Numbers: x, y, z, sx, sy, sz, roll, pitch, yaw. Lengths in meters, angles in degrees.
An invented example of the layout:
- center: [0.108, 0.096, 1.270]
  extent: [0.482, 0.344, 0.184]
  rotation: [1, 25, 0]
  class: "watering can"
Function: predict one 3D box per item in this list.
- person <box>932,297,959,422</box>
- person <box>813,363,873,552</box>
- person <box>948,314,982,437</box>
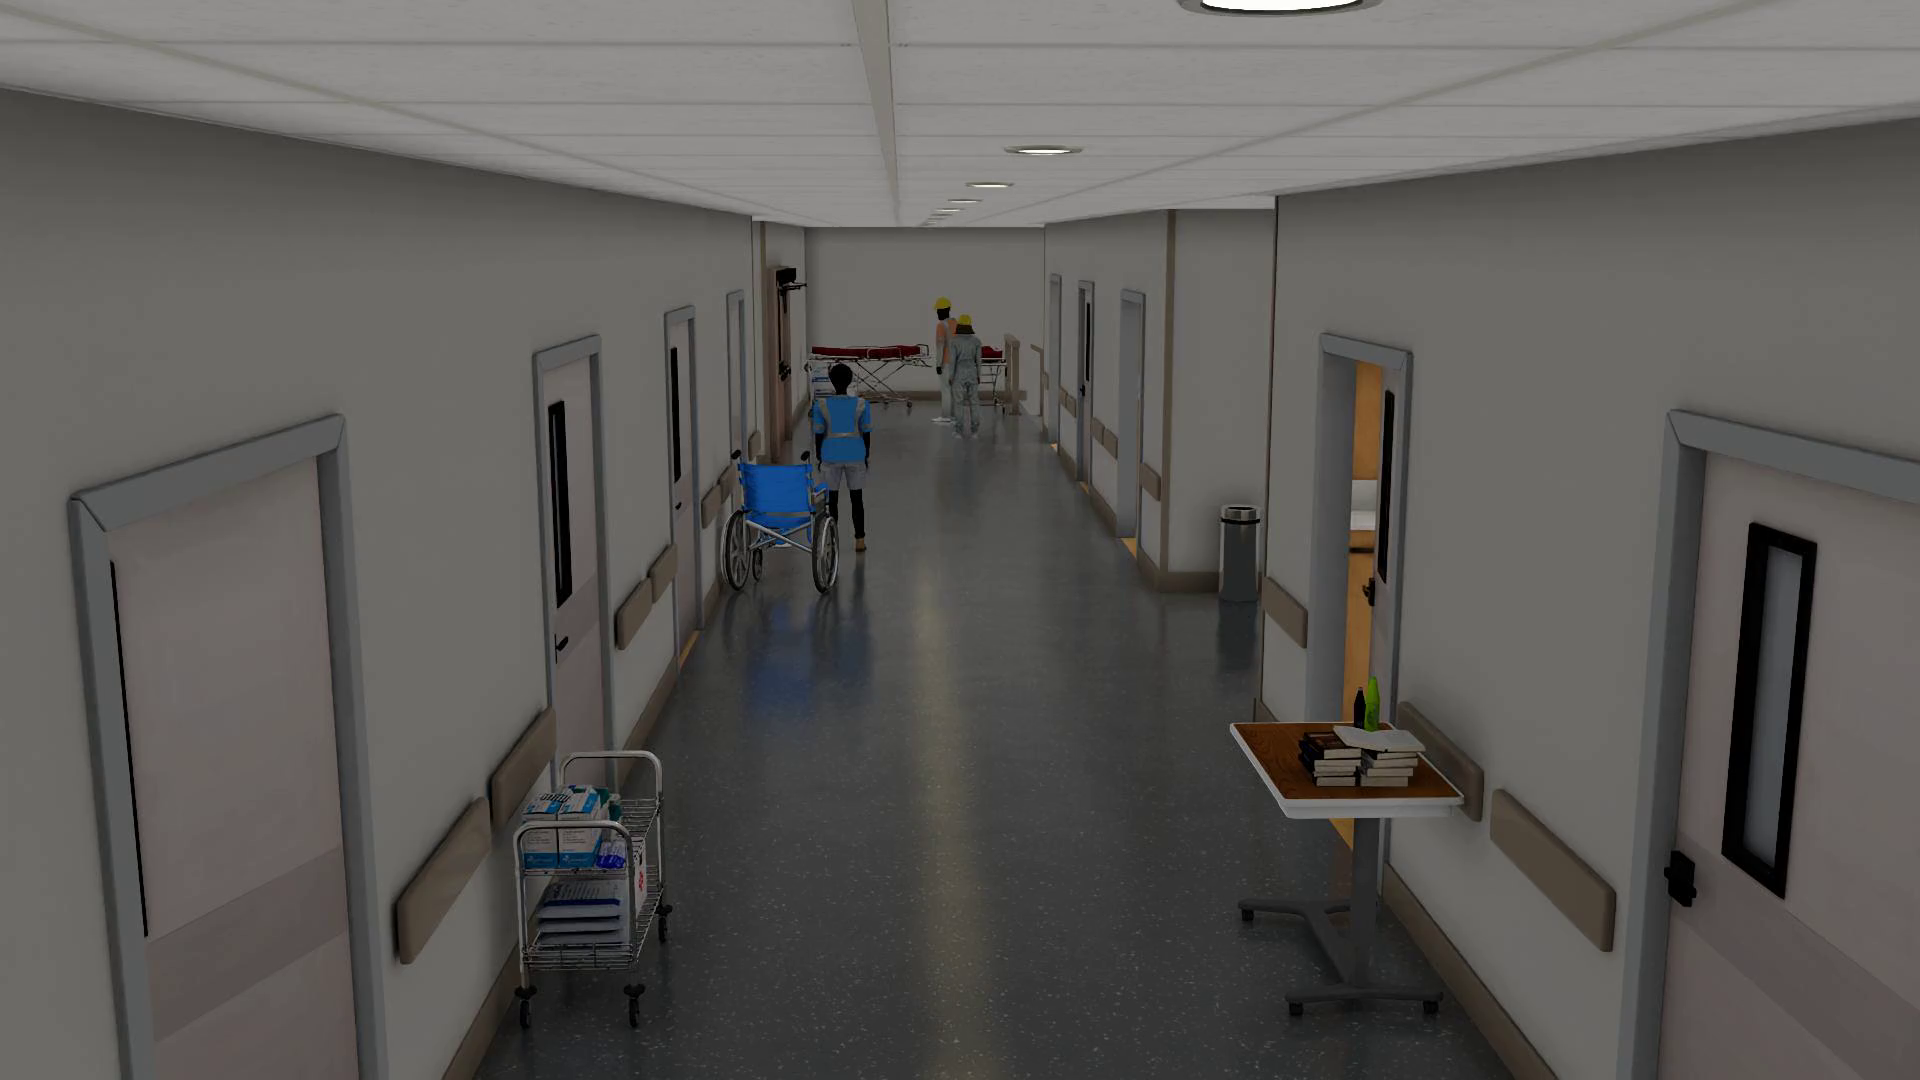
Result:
- center: [-0.222, -2.773, 25.659]
  extent: [0.393, 1.918, 0.585]
  rotation: [6, 12, 28]
  class: "person"
- center: [-1.046, -0.724, 14.847]
  extent: [0.535, 1.700, 0.318]
  rotation: [-2, 10, -10]
  class: "person"
- center: [0.064, -2.343, 23.742]
  extent: [0.494, 1.743, 0.304]
  rotation: [-3, 11, -17]
  class: "person"
